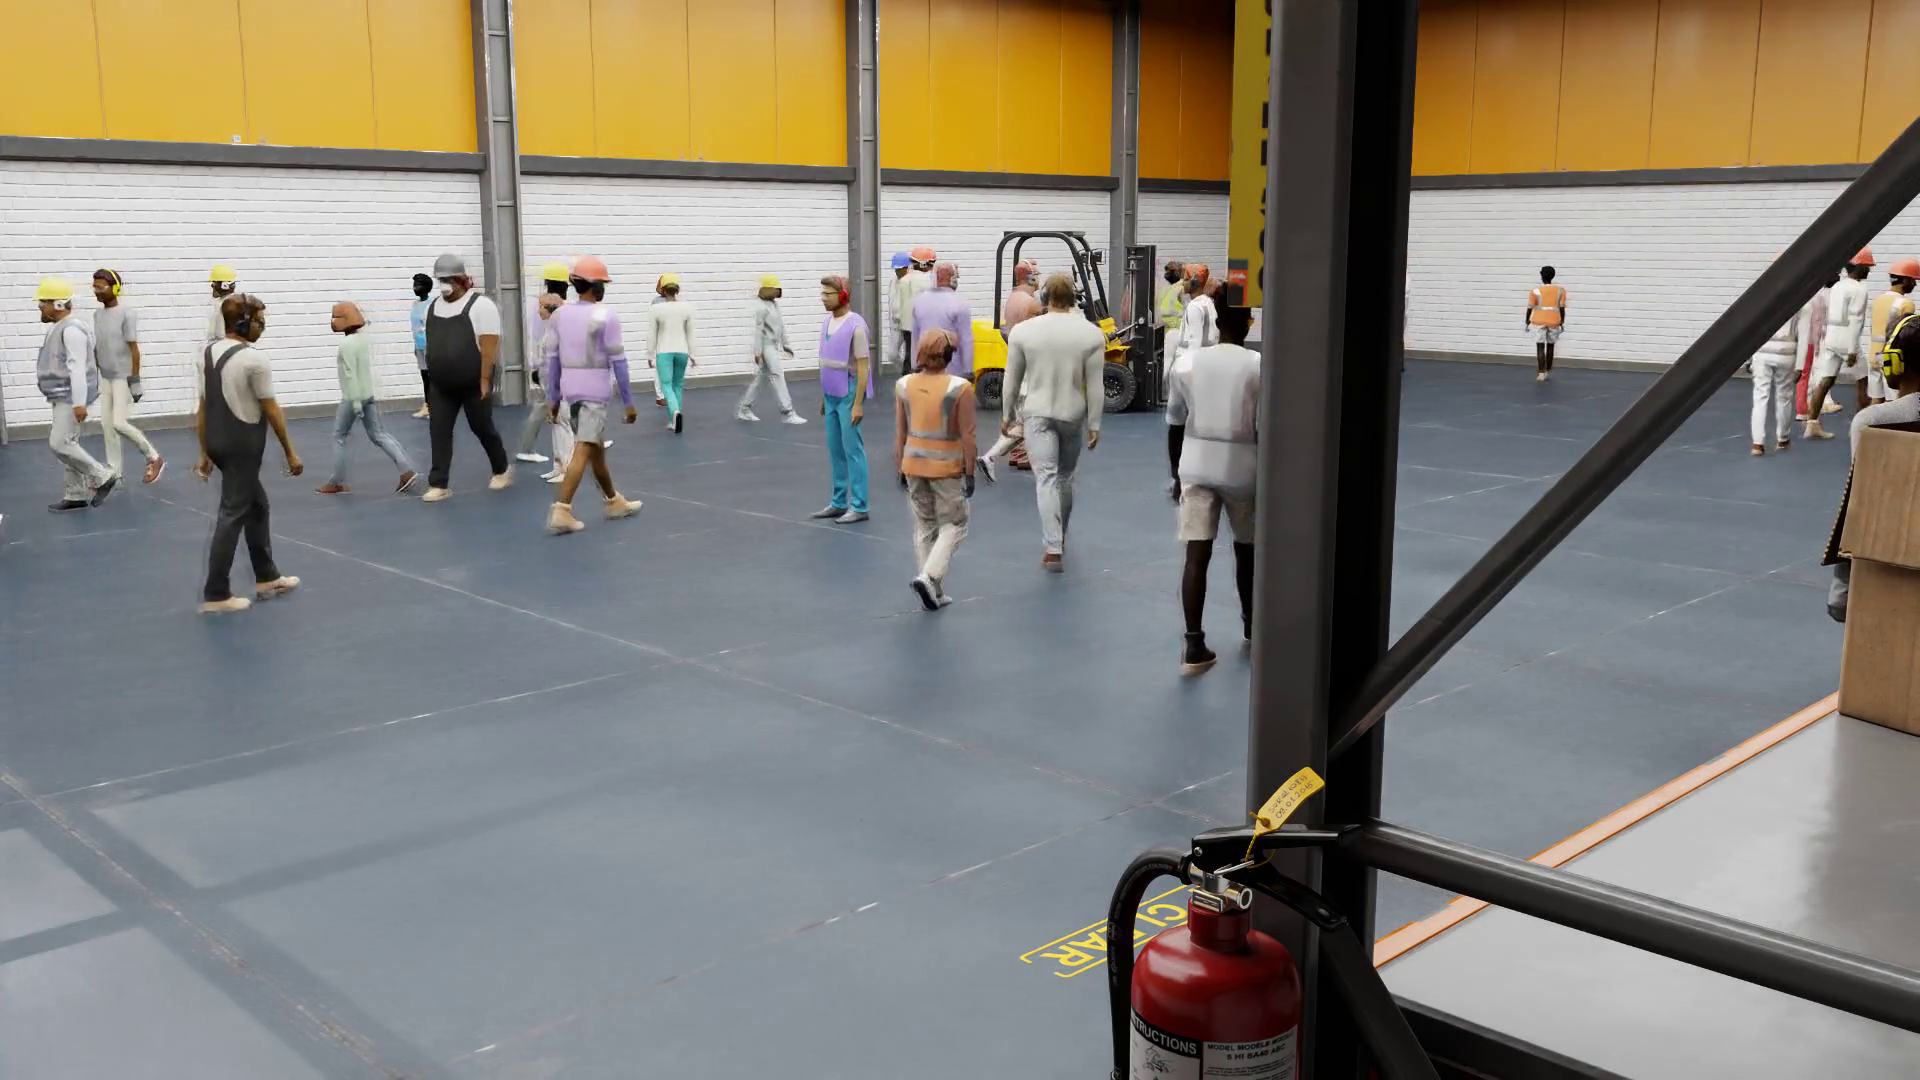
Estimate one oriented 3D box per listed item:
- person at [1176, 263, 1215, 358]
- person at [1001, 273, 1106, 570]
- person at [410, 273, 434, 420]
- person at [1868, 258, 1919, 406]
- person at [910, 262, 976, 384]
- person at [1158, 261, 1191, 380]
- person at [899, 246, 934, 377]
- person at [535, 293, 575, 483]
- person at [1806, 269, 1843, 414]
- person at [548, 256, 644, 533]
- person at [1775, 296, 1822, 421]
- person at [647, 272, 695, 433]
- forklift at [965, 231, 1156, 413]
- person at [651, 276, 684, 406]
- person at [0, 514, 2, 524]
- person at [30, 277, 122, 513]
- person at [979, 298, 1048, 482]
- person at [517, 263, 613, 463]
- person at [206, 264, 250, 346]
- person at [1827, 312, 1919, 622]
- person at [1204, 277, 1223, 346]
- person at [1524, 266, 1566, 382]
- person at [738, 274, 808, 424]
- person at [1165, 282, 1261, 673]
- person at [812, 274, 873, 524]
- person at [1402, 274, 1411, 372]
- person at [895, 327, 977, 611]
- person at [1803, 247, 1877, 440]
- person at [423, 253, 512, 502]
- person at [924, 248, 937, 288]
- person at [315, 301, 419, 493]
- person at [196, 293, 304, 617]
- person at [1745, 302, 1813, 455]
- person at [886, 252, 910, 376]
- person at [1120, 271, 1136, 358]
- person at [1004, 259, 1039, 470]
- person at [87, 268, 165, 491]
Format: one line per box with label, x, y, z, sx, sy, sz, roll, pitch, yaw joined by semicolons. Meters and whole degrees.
person;2.087;-1.510;14.814;0.355;1.882;0.576;3;11;17
person;0.608;-0.790;10.880;0.648;1.888;1.007;-1;10;-5
person;-6.166;-2.235;19.267;0.536;1.697;0.322;9;14;42
person;8.603;-1.625;15.336;0.379;1.926;0.543;-1;10;-5
person;-0.155;-1.614;15.362;0.647;1.892;0.438;9;14;42
person;2.912;-2.865;22.478;0.979;1.802;0.631;-3;11;-17
person;-0.502;-2.631;20.614;0.396;1.993;0.617;-8;13;-38
person;-3.496;-1.312;14.395;0.306;1.639;0.524;-4;11;-22
person;10.460;-2.420;19.976;0.652;1.804;0.891;-4;11;-20
person;-2.692;-1.064;12.114;0.635;1.989;1.067;6;12;30
person;9.679;-2.248;19.180;0.327;1.760;0.523;-6;12;-31
person;-3.099;-2.018;17.968;0.527;1.744;0.746;-5;12;-26
forklift;1.222;-2.721;20.561;2.313;2.155;1.214;2;11;13
person;-3.672;-2.500;20.886;0.283;1.633;0.497;5;11;25
person;-6.700;-0.773;10.762;0.769;1.892;0.598;-2;11;-9
person;-6.835;-1.102;12.764;0.440;1.813;0.611;-8;13;-37
person;0.554;-1.253;14.146;0.733;1.614;0.529;-4;11;-20
person;-3.785;-1.675;15.732;1.005;1.868;0.615;-7;12;-33
person;-7.524;-1.910;17.125;0.404;1.833;0.590;-6;12;-30
person;3.389;0.118;6.009;0.509;1.860;0.318;-2;11;-10
person;3.270;-2.612;21.609;0.517;1.592;0.847;-10;14;-43
person;8.565;-3.173;24.415;0.552;1.669;0.697;1;10;4
person;-2.177;-2.178;18.965;0.884;1.700;0.491;2;11;13
person;1.344;-0.339;8.333;0.627;1.909;0.987;5;12;25
person;-0.857;-1.048;12.389;0.372;1.843;0.570;-7;12;-32
person;6.742;-3.516;25.738;0.653;1.880;0.564;-9;13;-39
person;-0.157;-0.375;9.336;0.518;1.623;0.491;6;12;28
person;9.322;-2.021;17.258;1.012;1.997;0.624;0;10;-2
person;-4.058;-1.369;13.608;0.683;2.000;0.940;2;11;11
person;-0.460;-3.266;24.236;0.361;1.938;0.545;8;13;37
person;-4.930;-1.172;13.742;0.808;1.600;0.497;1;10;4
person;-4.027;-0.497;9.493;0.518;1.797;0.865;6;12;31
person;7.986;-1.751;16.287;0.582;1.833;1.001;6;12;30
person;-0.726;-2.776;21.613;0.637;1.914;0.471;10;14;43
person;2.320;-2.726;21.424;0.564;1.890;0.649;4;11;22
person;0.625;-1.596;15.204;0.408;1.913;0.642;-2;11;-11
person;-7.125;-1.349;14.000;0.551;1.856;0.535;6;12;31
